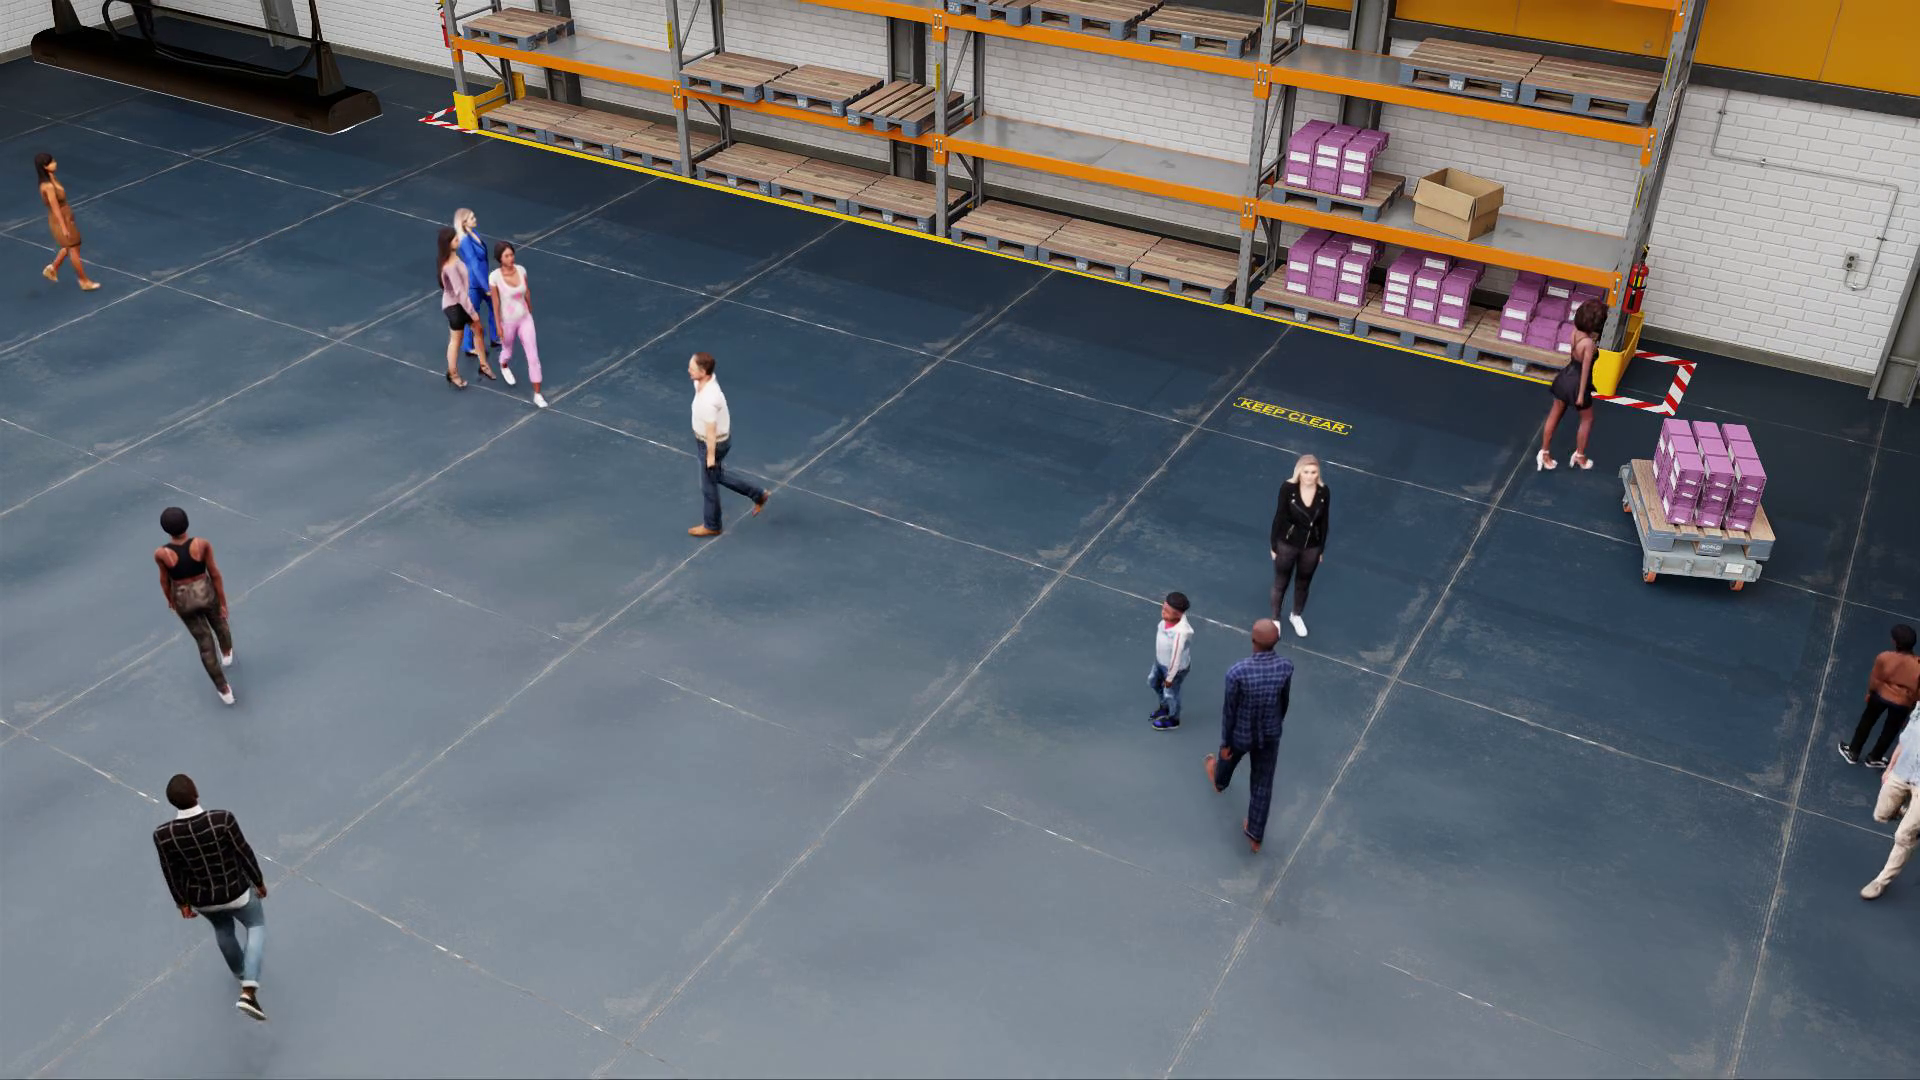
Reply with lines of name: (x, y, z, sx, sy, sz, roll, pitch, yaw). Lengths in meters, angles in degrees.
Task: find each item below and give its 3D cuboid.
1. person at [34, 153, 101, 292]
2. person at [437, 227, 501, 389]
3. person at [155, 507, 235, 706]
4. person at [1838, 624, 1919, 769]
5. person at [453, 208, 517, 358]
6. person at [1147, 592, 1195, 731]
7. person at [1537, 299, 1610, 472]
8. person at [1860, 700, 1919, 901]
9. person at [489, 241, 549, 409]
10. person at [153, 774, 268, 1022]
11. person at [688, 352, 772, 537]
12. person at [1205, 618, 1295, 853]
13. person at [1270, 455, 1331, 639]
person: (-10.332, -3.602, 19.000, 0.874, 1.678, 0.842, -14, 36, -20)
person: (-5.230, -2.328, 16.983, 0.905, 1.788, 0.835, -6, 34, -9)
person: (-5.838, 0.543, 12.774, 0.879, 1.666, 1.070, -19, 38, -26)
person: (6.860, 1.177, 12.206, 0.690, 1.239, 0.525, -17, 37, -24)
person: (-5.248, -2.707, 17.648, 0.901, 1.683, 0.826, -2, 34, -3)
person: (1.658, 0.905, 12.602, 0.639, 1.253, 0.585, -5, 34, -8)
person: (5.680, -1.415, 15.624, 0.889, 1.773, 0.815, -6, 34, -9)
person: (6.454, 1.579, 11.070, 0.989, 1.827, 1.000, -17, 37, -24)
person: (-4.560, -2.217, 16.890, 0.903, 1.706, 1.221, -22, 39, -29)
person: (-4.518, 2.205, 10.150, 1.029, 1.804, 1.084, -8, 35, -13)
person: (-2.085, -0.844, 14.709, 1.119, 1.834, 1.023, -6, 34, -8)
person: (2.054, 1.373, 11.433, 1.163, 1.768, 1.181, -6, 34, -9)
person: (2.742, 0.039, 13.513, 0.657, 1.688, 0.761, 0, 34, 0)
